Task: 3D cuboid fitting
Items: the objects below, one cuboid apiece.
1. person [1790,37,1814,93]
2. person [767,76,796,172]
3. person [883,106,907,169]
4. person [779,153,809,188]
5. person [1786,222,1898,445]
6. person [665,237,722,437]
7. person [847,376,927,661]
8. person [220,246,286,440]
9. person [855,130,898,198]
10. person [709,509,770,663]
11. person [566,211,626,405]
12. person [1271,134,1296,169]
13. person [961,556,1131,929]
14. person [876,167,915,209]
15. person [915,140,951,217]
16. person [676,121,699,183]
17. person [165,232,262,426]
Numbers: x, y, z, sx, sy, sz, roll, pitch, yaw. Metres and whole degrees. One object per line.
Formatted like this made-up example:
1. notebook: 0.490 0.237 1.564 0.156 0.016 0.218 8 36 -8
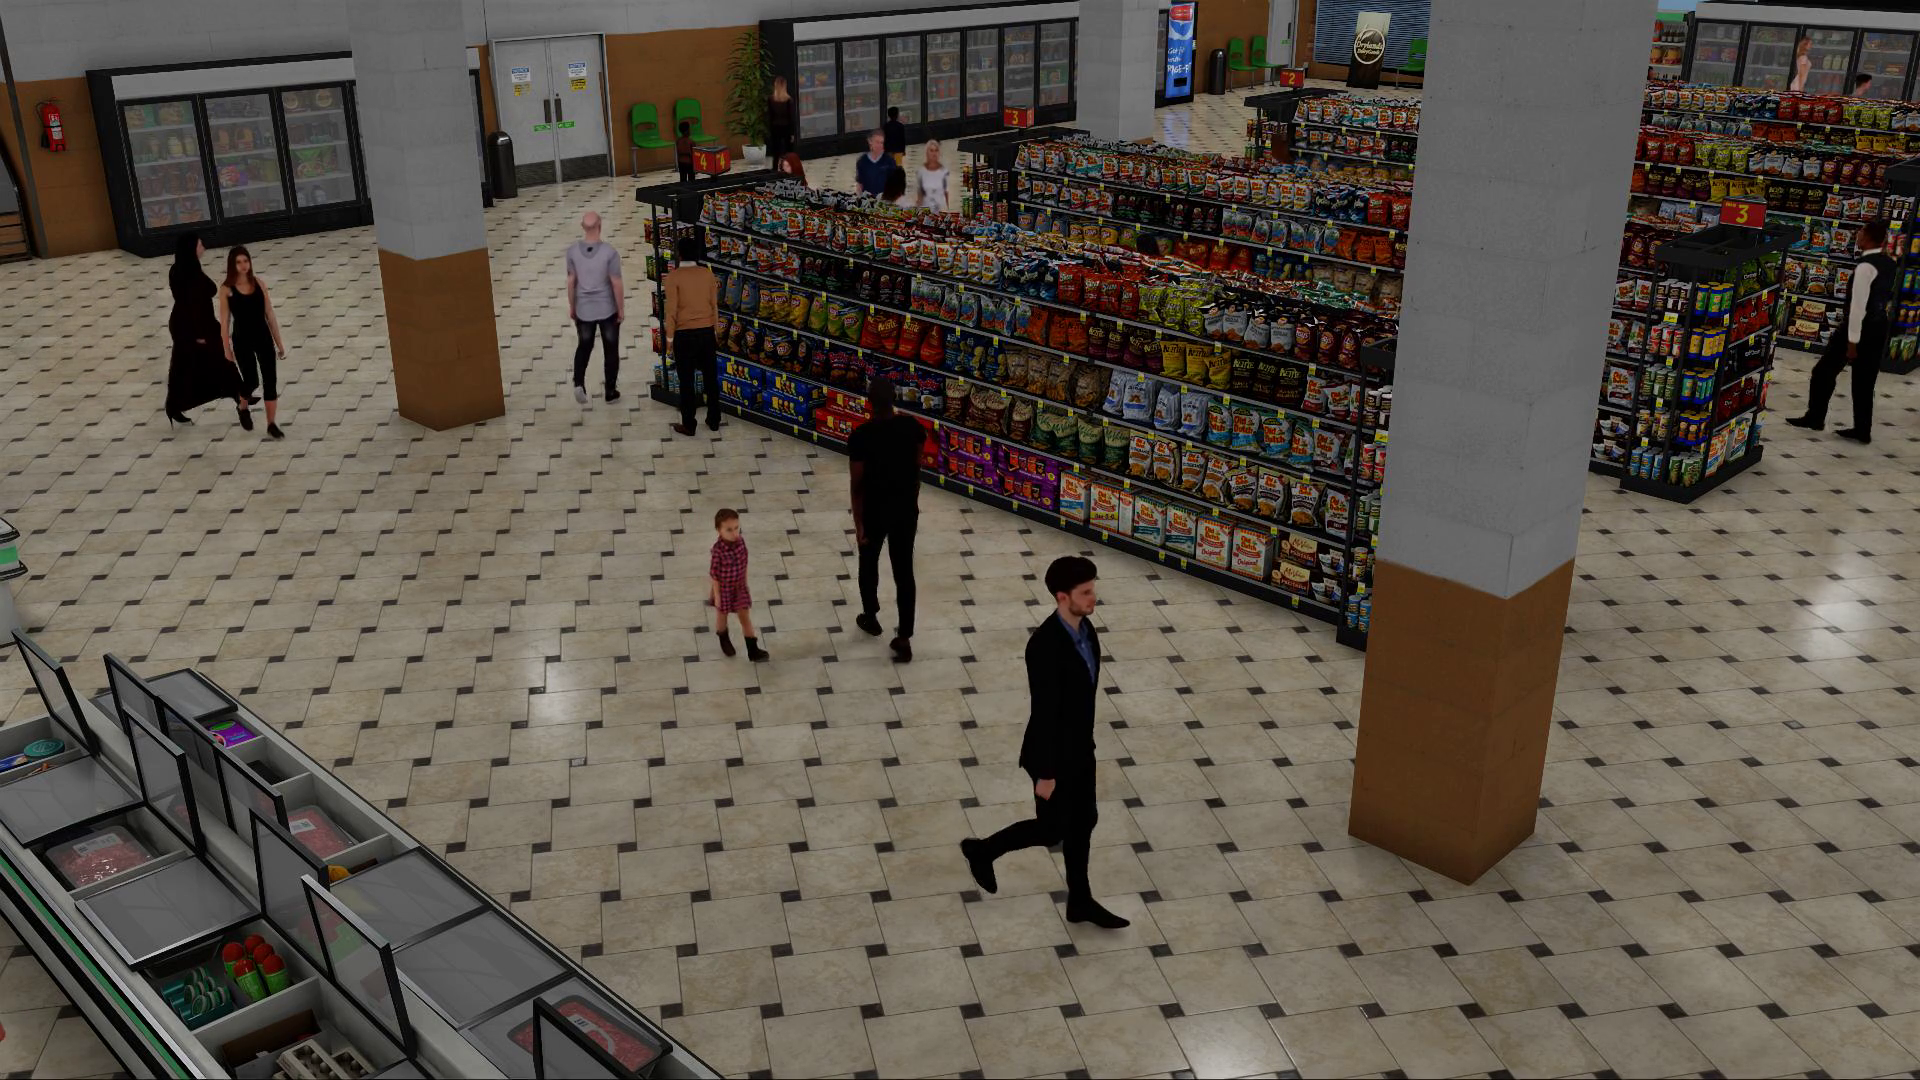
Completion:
1. person: 15.657 -8.458 31.115 0.647 1.829 0.640 6 23 16
2. person: -2.836 -6.435 26.268 0.948 1.689 0.950 4 22 11
3. person: -1.035 -6.192 26.222 0.591 1.272 0.669 5 22 13
4. person: -1.784 -3.414 18.646 1.131 1.766 0.762 18 28 38
5. person: 7.866 -1.760 14.362 0.840 1.891 1.026 -11 25 -26
6. person: -2.346 -1.798 14.639 0.694 1.754 0.643 -15 26 -32
7. person: -0.412 -0.104 10.371 0.902 1.793 1.031 -7 23 -16
8. person: -6.210 -1.724 14.510 0.705 1.713 0.595 19 29 40
9. person: -0.977 -3.962 19.904 1.037 1.845 1.049 5 23 13
10. person: -1.472 0.269 10.505 0.503 1.002 0.730 -16 27 -34
11. person: -3.356 -2.085 15.266 1.015 1.821 1.058 1 22 3
12. person: 3.972 -4.127 20.528 0.680 1.686 0.824 -14 26 -31
13. person: 0.393 0.941 7.666 1.167 1.872 0.928 10 24 23
14. person: -0.793 -3.258 18.411 0.772 1.651 0.803 -18 28 -37
15. person: -0.347 -3.939 20.007 0.928 1.724 1.076 -4 22 -9
16. person: -4.067 -5.585 24.738 0.506 1.252 0.631 10 24 23
17. person: -6.889 -1.827 14.799 1.056 1.690 0.801 17 27 36
